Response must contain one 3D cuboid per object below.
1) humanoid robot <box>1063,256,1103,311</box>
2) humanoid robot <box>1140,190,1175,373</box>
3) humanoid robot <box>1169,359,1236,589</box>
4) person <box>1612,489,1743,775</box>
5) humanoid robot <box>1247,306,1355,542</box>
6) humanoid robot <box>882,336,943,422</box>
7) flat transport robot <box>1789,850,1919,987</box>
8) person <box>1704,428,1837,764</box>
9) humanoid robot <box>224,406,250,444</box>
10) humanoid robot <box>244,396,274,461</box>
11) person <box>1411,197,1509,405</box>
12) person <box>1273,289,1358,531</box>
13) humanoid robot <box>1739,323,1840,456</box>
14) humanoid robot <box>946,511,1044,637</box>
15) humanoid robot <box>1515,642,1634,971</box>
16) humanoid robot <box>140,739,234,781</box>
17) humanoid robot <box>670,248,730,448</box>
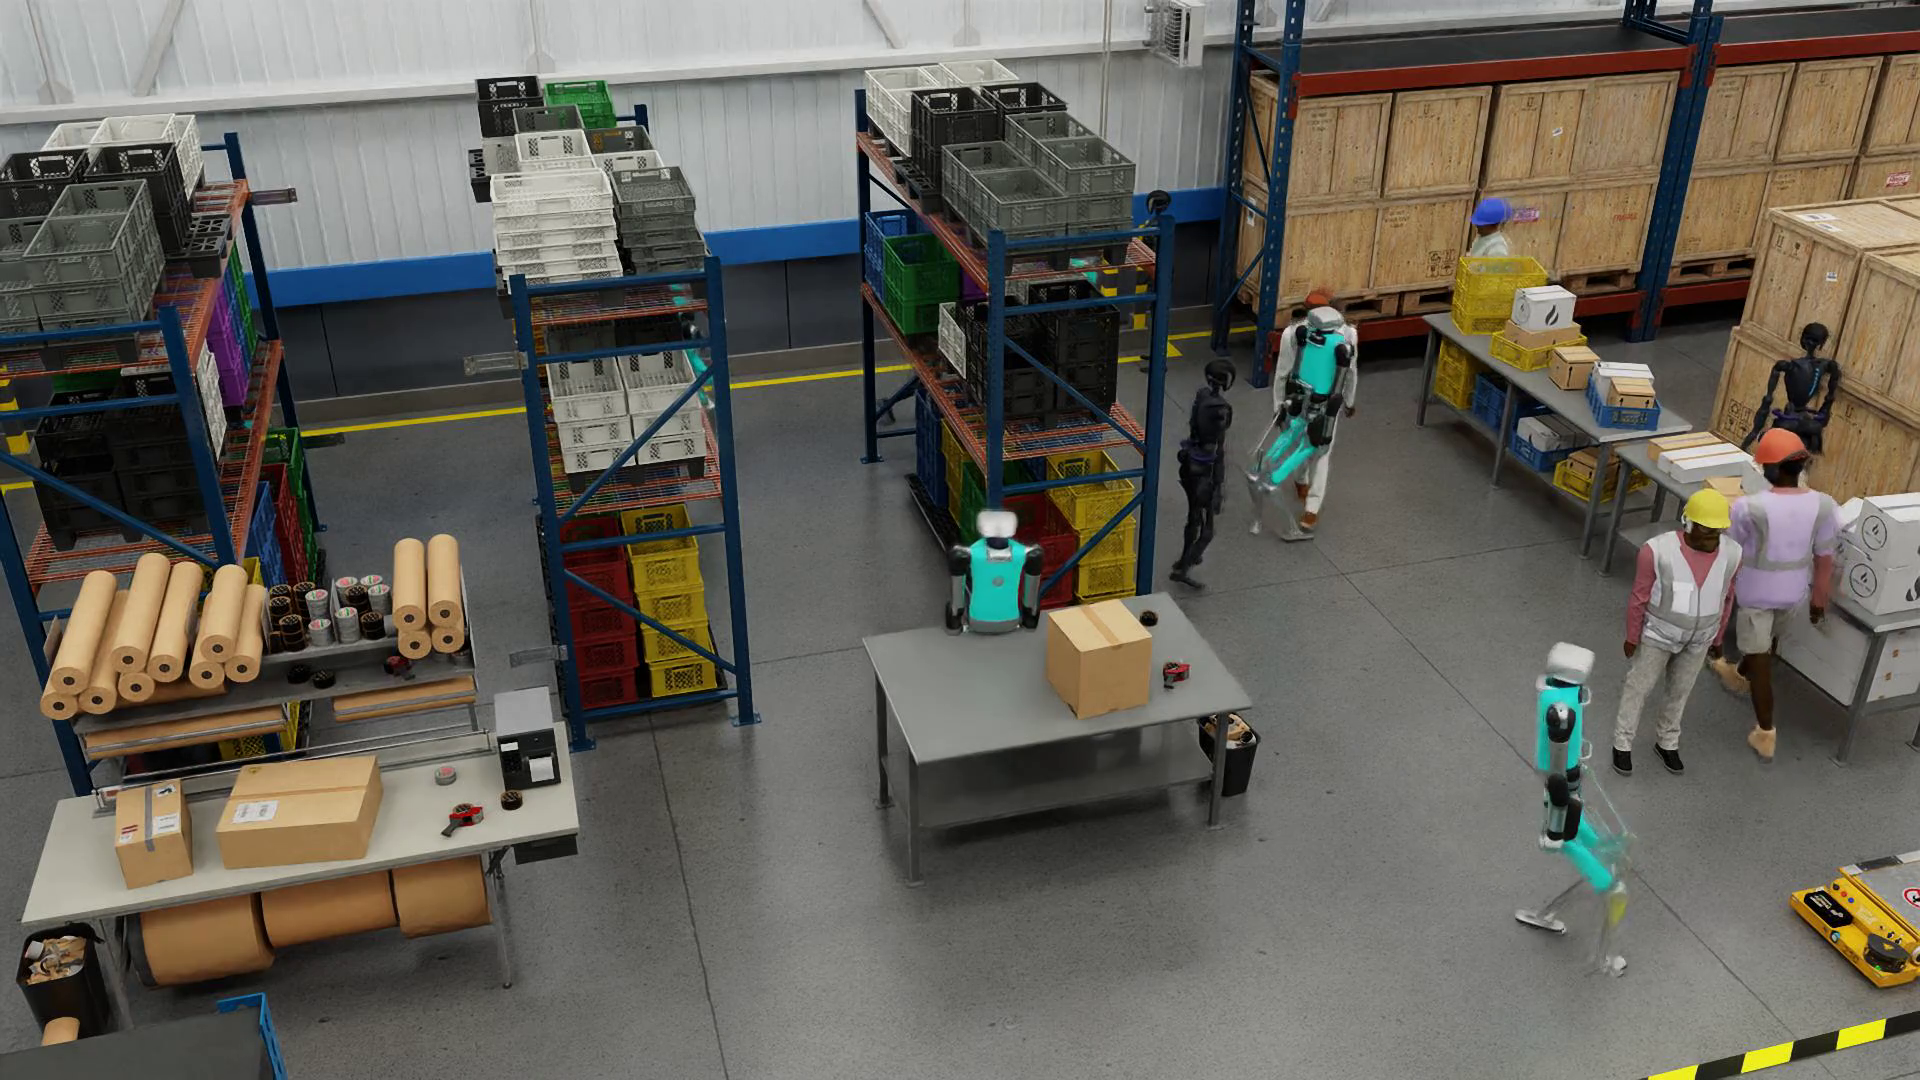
[{"bbox_3d":[0.770,-1.640,13.738,0.733,1.910,0.543,18,34,30],"label":"humanoid robot"},{"bbox_3d":[1.756,-2.322,14.908,0.315,1.657,0.599,5,29,8],"label":"humanoid robot"},{"bbox_3d":[1.657,-0.472,11.570,0.431,1.645,0.612,-5,29,-9],"label":"humanoid robot"},{"bbox_3d":[4.118,0.536,9.557,0.593,1.837,0.404,0,29,0],"label":"person"},{"bbox_3d":[2.369,-0.777,12.055,0.790,1.784,0.530,-16,33,-27],"label":"humanoid robot"},{"bbox_3d":[-0.336,-1.682,13.773,0.641,1.630,0.597,-3,29,-6],"label":"humanoid robot"},{"bbox_3d":[5.163,1.916,8.676,1.431,0.231,0.659,-8,30,-14],"label":"flat transport robot"},{"bbox_3d":[4.786,0.288,9.894,0.628,1.962,1.036,-3,29,-5],"label":"person"},{"bbox_3d":[-5.424,-0.957,12.441,0.338,1.650,0.584,-14,32,-24],"label":"humanoid robot"},{"bbox_3d":[-5.482,-1.071,12.571,0.667,1.785,0.535,-8,30,-14],"label":"humanoid robot"},{"bbox_3d":[4.480,-2.013,14.141,0.948,1.896,0.630,4,29,6],"label":"person"},{"bbox_3d":[2.636,-0.996,12.347,0.634,1.827,0.949,5,29,9],"label":"person"},{"bbox_3d":[6.046,-0.821,12.210,0.611,1.639,0.651,-3,29,-6],"label":"humanoid robot"},{"bbox_3d":[0.164,0.572,9.623,0.539,1.804,0.755,-3,29,-5],"label":"humanoid robot"},{"bbox_3d":[3.155,1.363,8.211,0.838,1.826,0.535,8,30,15],"label":"humanoid robot"},{"bbox_3d":[-4.136,1.091,8.725,0.514,1.636,0.616,3,29,6],"label":"humanoid robot"},{"bbox_3d":[-2.074,-1.457,13.368,0.884,1.833,0.558,14,32,23],"label":"humanoid robot"}]
